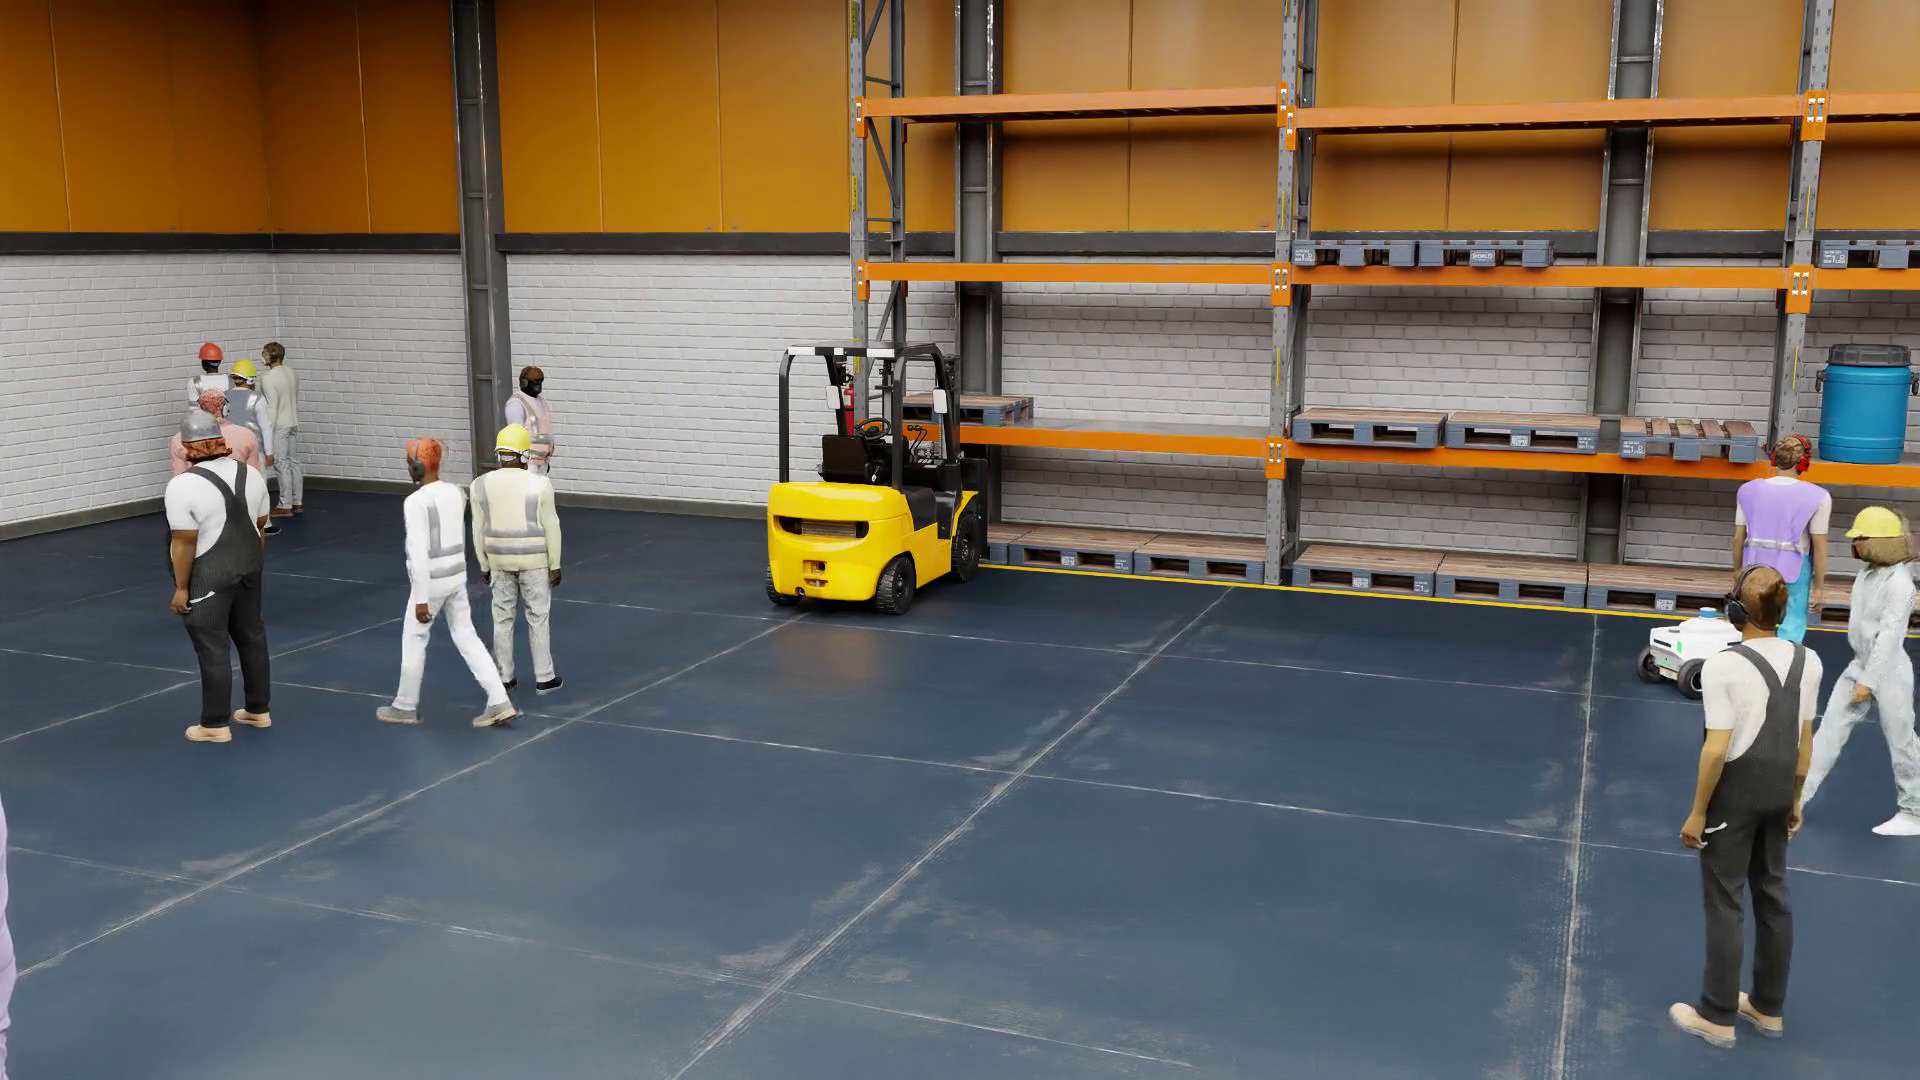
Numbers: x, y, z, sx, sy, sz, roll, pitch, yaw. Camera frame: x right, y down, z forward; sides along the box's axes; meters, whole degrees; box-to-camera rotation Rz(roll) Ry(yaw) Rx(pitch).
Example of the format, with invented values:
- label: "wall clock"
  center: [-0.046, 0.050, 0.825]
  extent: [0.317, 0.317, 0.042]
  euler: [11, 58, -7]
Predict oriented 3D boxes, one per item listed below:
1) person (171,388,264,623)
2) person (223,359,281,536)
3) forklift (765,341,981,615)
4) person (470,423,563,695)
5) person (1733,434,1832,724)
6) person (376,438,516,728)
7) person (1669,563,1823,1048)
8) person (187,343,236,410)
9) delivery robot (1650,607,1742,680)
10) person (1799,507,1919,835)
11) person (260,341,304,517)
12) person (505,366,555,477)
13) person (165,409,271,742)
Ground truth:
- label: "person"
  center: [-5.768, -0.232, 12.989]
  extent: [0.647, 1.908, 0.409]
  euler: [-4, 11, -23]
- label: "person"
  center: [-7.344, -0.946, 17.170]
  extent: [0.600, 1.829, 0.404]
  euler: [2, 10, 13]
- label: "forklift"
  center: [-0.739, -0.602, 14.246]
  extent: [1.214, 2.155, 2.313]
  euler: [4, 11, 21]
- label: "person"
  center: [-2.949, 0.135, 11.148]
  extent: [0.590, 1.833, 0.404]
  euler: [1, 10, 4]
- label: "person"
  center: [5.111, 0.260, 10.414]
  extent: [0.392, 1.846, 0.564]
  euler: [-9, 14, -41]
- label: "person"
  center: [-3.219, 0.275, 10.372]
  extent: [0.963, 1.847, 0.611]
  euler: [4, 11, 19]
- label: "person"
  center: [2.976, 1.000, 6.293]
  extent: [0.516, 1.843, 0.326]
  euler: [-3, 11, -17]
- label: "person"
  center: [-8.111, -1.179, 18.163]
  extent: [0.550, 1.941, 0.347]
  euler: [-7, 12, -34]
- label: "delivery robot"
  center: [5.059, 0.701, 11.275]
  extent: [0.707, 0.478, 0.477]
  euler: [-3, 10, -15]
- label: "person"
  center: [4.573, 0.682, 8.487]
  extent: [0.893, 1.698, 0.496]
  euler: [0, 10, 1]
- label: "person"
  center: [-7.537, -1.228, 18.441]
  extent: [0.362, 1.939, 0.635]
  euler: [1, 10, 5]
- label: "person"
  center: [-4.162, -0.773, 16.204]
  extent: [0.430, 1.837, 0.624]
  euler: [2, 10, 11]
- label: "person"
  center: [-4.578, 0.206, 10.174]
  extent: [0.536, 2.000, 0.681]
  euler: [5, 11, 24]
